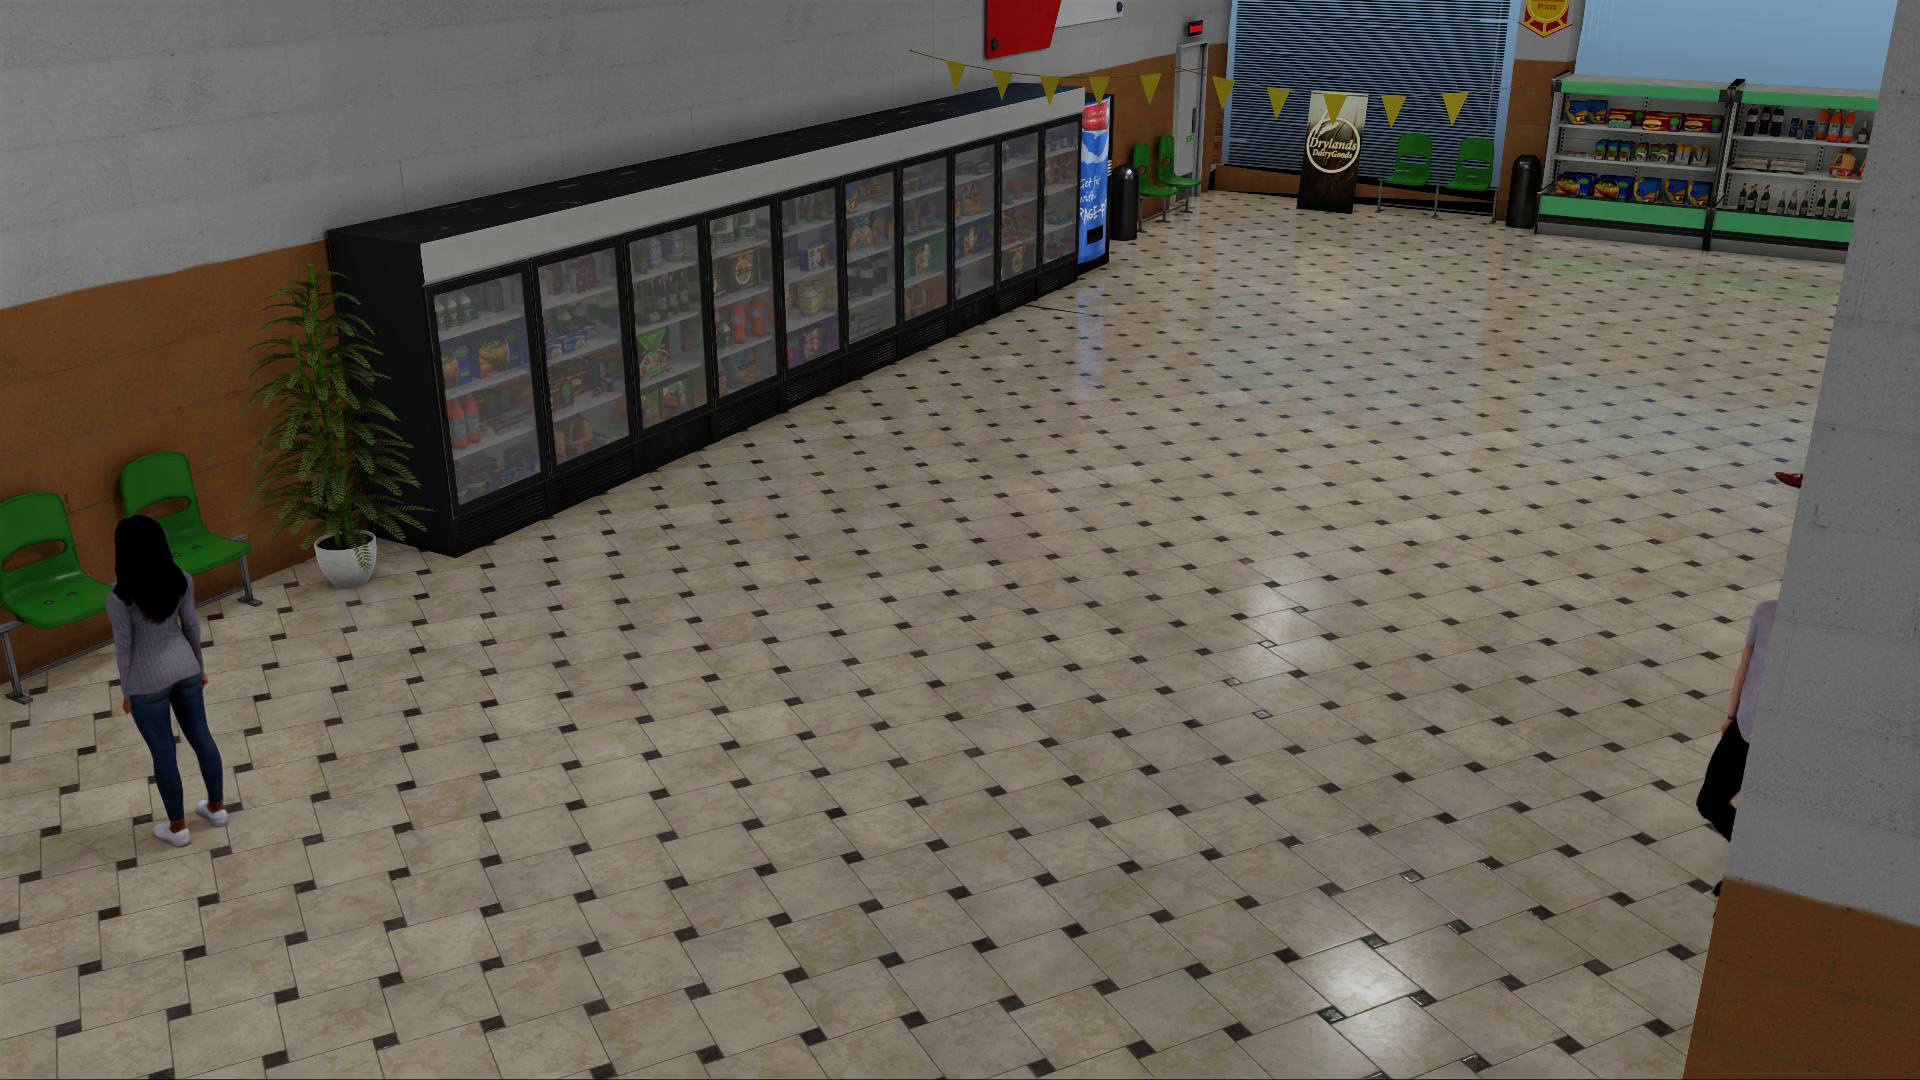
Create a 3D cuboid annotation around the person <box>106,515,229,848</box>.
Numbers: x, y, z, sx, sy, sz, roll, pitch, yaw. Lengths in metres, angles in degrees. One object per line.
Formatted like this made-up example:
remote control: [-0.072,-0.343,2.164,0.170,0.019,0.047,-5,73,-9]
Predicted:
person: [-3.980,0.701,8.343,0.520,1.736,0.598,14,26,30]
